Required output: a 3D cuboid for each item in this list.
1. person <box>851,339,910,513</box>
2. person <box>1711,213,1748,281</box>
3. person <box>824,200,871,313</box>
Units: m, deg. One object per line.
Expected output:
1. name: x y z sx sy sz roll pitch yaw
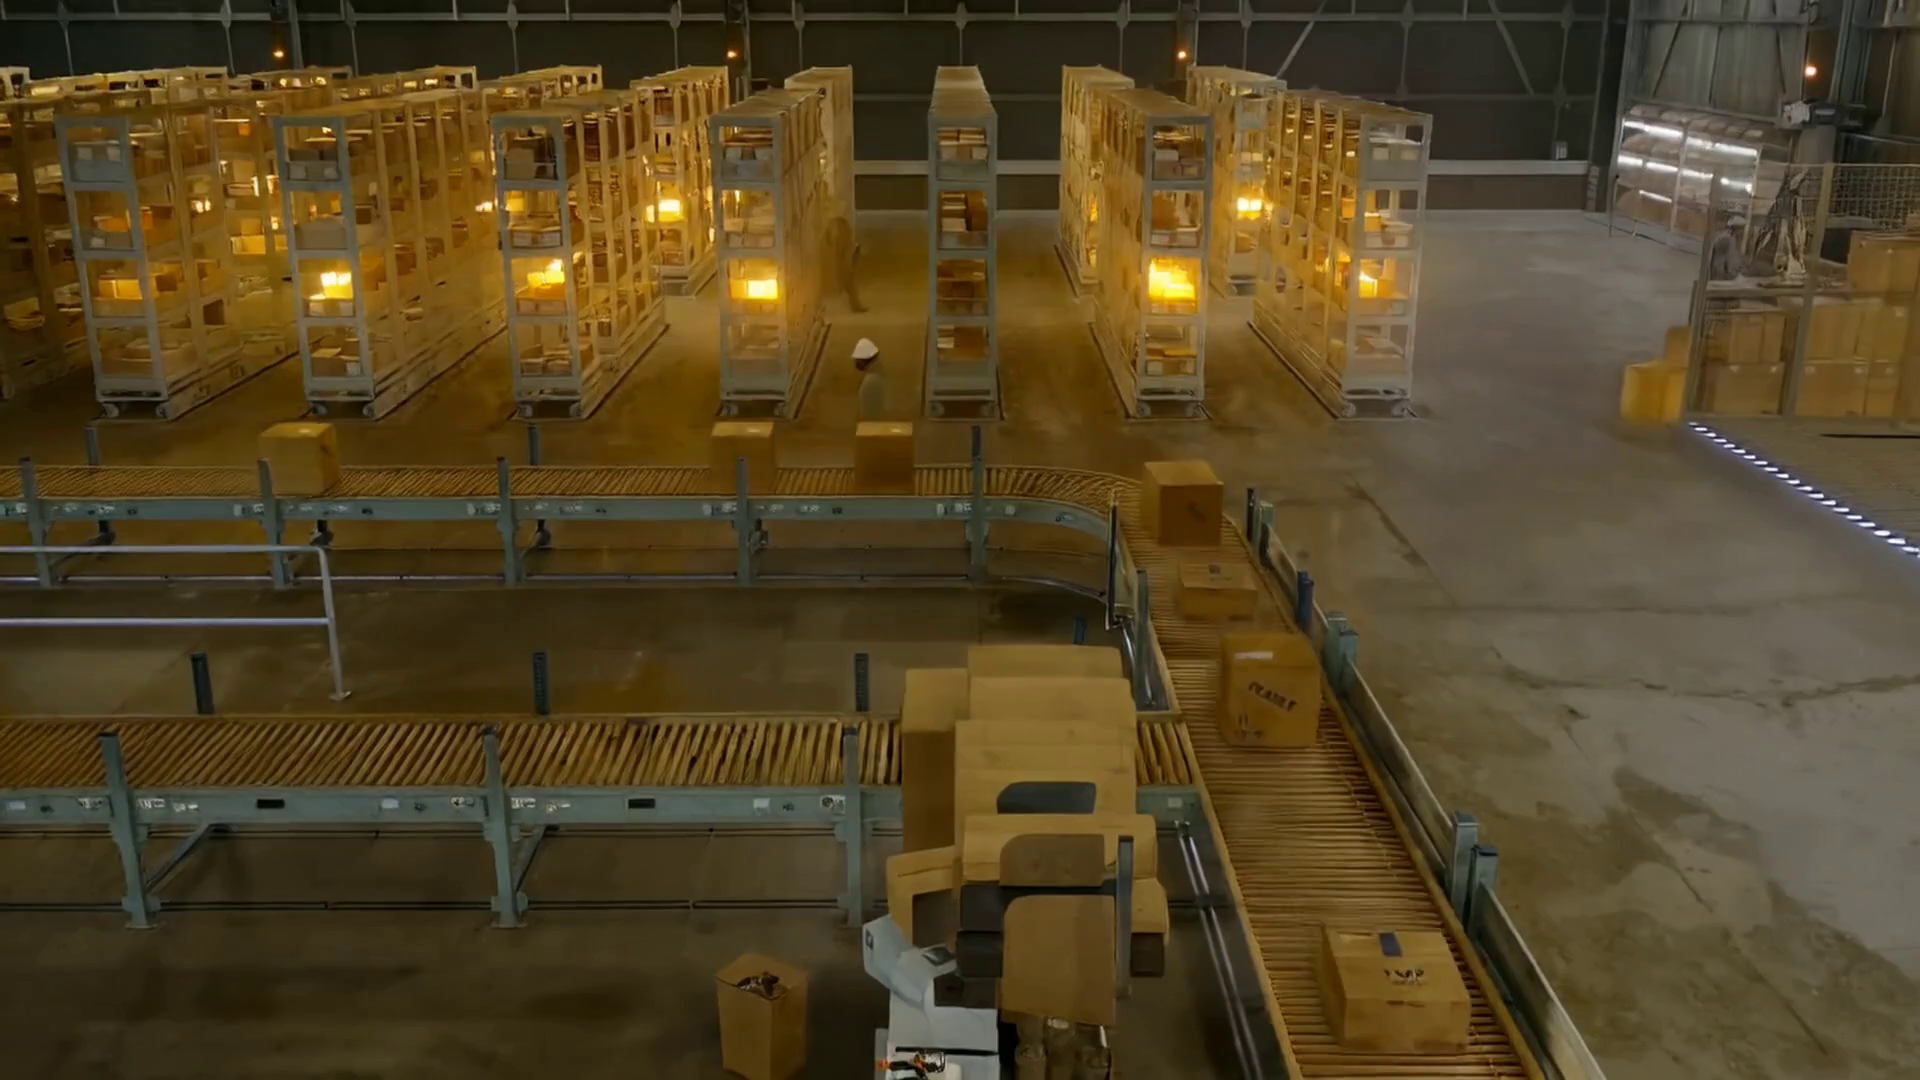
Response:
1. person: -0.803 -1.098 16.186 0.582 1.746 0.535 4 18 12
2. person: 10.876 -3.645 23.641 0.396 1.993 0.618 9 20 25
3. person: -1.939 -4.564 26.770 0.936 1.810 0.567 1 18 4
